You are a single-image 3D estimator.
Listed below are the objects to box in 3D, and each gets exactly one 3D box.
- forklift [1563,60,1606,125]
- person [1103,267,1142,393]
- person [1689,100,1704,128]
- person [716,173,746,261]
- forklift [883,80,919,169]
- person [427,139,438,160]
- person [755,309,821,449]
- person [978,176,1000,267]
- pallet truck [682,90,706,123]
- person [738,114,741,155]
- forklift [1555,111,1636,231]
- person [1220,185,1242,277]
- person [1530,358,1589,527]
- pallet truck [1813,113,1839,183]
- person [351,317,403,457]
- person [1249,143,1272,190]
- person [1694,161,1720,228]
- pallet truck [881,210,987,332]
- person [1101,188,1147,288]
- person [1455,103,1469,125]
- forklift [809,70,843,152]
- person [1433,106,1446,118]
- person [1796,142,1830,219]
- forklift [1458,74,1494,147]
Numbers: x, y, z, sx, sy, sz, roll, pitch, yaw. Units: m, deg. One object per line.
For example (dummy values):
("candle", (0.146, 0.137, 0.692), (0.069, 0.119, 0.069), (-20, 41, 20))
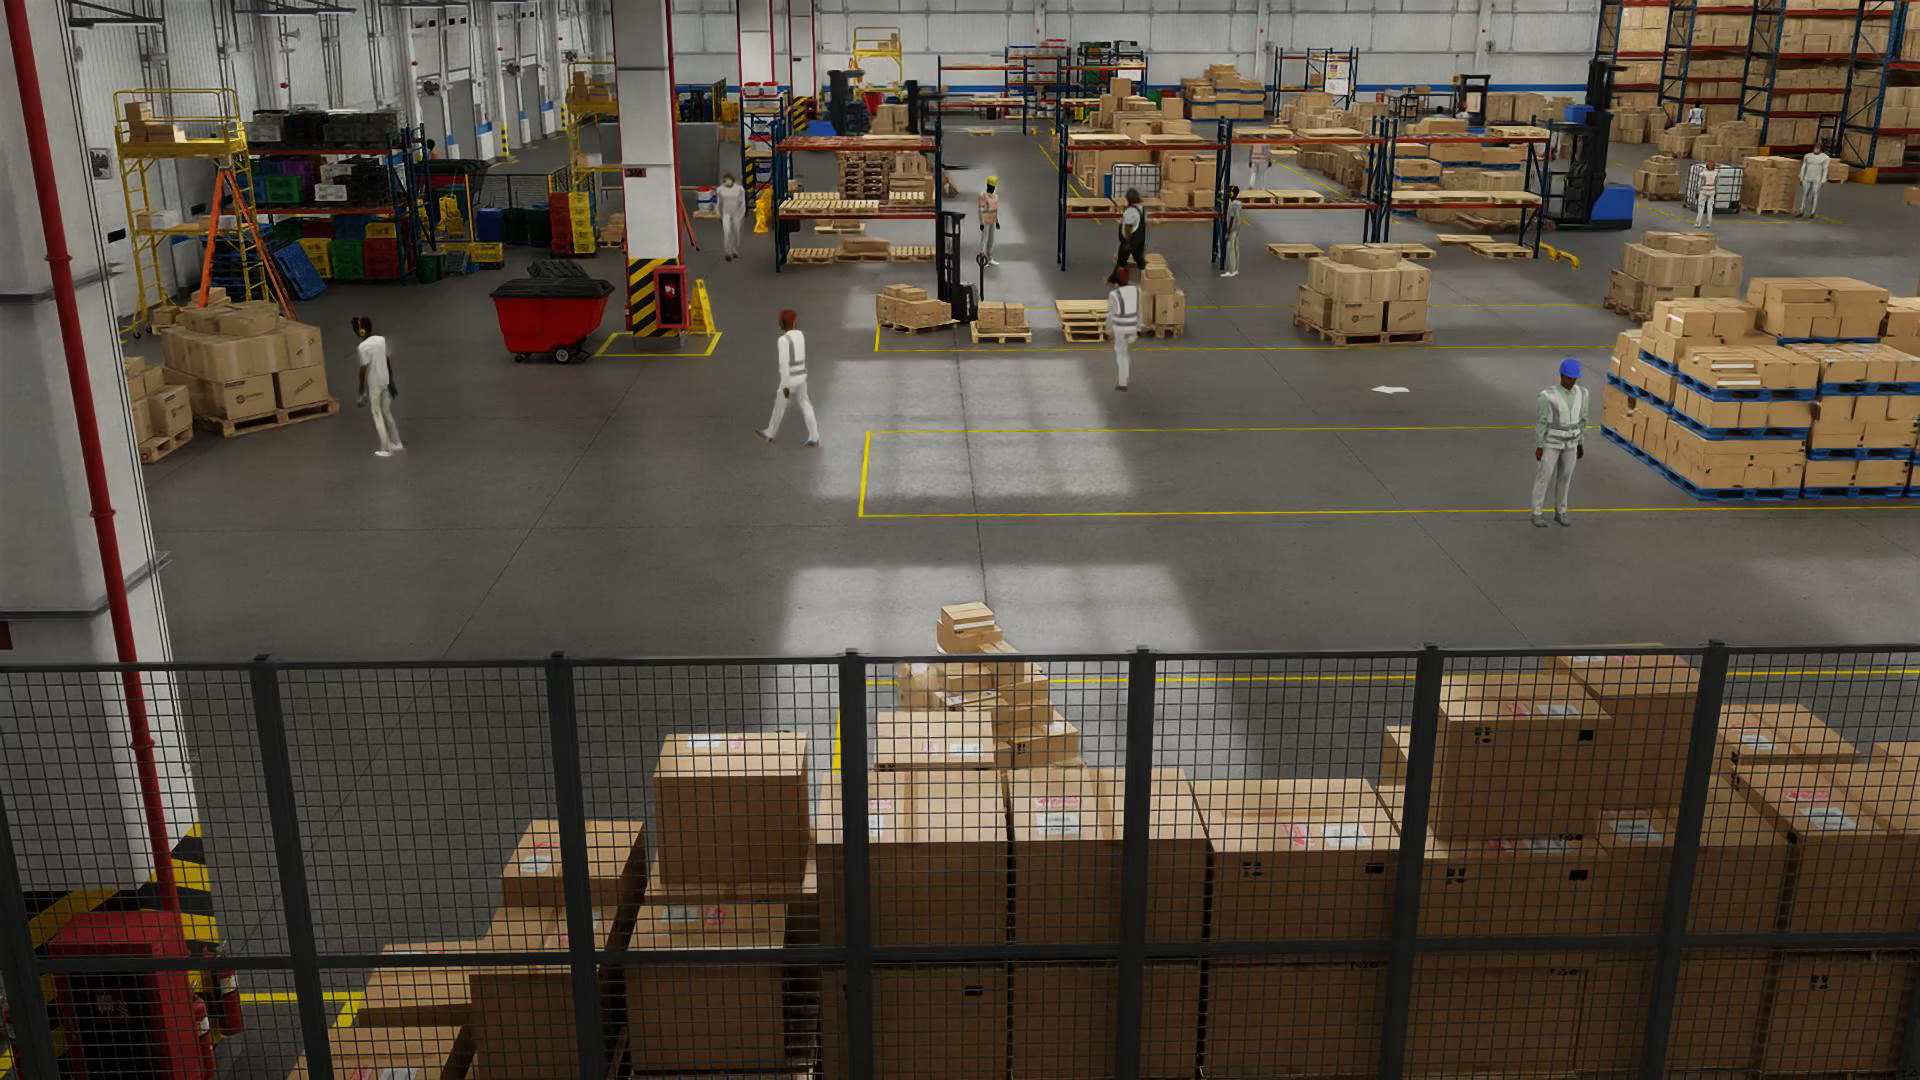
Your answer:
("forklift", (25.219, -17.652, 66.238), (1.873, 2.768, 1.129), (0, 19, -1))
("person", (2.385, -3.136, 24.729), (0.615, 1.867, 0.526), (-12, 22, -32))
("person", (26.862, -15.192, 60.764), (0.536, 1.697, 0.318), (-1, 19, -2))
("person", (-4.985, -7.040, 36.295), (0.633, 1.884, 1.015), (-2, 19, -6))
("forklift", (-1.527, -13.236, 53.138), (1.873, 2.768, 1.129), (-1, 19, -1))
("person", (-14.586, -10.257, 46.122), (0.322, 1.696, 0.536), (-11, 21, -29))
("person", (-2.240, -2.108, 21.735), (1.003, 1.827, 0.602), (10, 21, 27))
("person", (0.637, -6.821, 35.589), (0.381, 1.918, 0.585), (16, 25, 40))
("pallet truck", (-9.671, -15.907, 62.421), (0.823, 1.965, 1.885), (5, 19, 15))
("person", (-7.311, -13.804, 56.289), (0.371, 1.925, 0.595), (0, 19, -1))
("forklift", (15.470, -9.016, 40.617), (1.873, 2.768, 1.129), (-1, 19, -2))
("person", (5.610, -6.367, 34.315), (0.328, 1.873, 0.519), (11, 21, 29))
("person", (6.688, -1.084, 18.547), (0.601, 1.940, 0.413), (-4, 19, -12))
("pallet truck", (26.403, -11.957, 50.702), (0.823, 1.965, 1.885), (6, 19, 16))
("person", (-7.484, -1.963, 21.315), (0.402, 1.832, 0.600), (7, 20, 20))
("person", (8.609, -10.860, 47.699), (0.652, 1.838, 0.463), (12, 22, 32))
("person", (18.480, -8.550, 41.147), (0.522, 1.640, 0.306), (1, 19, 3))
("pallet truck", (-0.493, -4.759, 29.349), (1.885, 1.965, 0.823), (-13, 23, -34))
("person", (3.328, -5.981, 32.908), (0.985, 2.000, 0.708), (15, 24, 37))
("person", (17.120, -14.059, 57.097), (0.567, 1.890, 0.958), (-6, 20, -18))
("forklift", (-4.390, -15.230, 59.051), (1.873, 2.768, 1.129), (1, 19, 3))
("person", (16.721, -14.384, 58.400), (0.555, 1.663, 0.771), (-7, 20, -19))
("person", (21.935, -9.255, 42.778), (0.631, 1.940, 0.372), (15, 23, 37))
("forklift", (17.489, -14.478, 56.822), (1.129, 2.768, 1.873), (-1, 19, -1))
